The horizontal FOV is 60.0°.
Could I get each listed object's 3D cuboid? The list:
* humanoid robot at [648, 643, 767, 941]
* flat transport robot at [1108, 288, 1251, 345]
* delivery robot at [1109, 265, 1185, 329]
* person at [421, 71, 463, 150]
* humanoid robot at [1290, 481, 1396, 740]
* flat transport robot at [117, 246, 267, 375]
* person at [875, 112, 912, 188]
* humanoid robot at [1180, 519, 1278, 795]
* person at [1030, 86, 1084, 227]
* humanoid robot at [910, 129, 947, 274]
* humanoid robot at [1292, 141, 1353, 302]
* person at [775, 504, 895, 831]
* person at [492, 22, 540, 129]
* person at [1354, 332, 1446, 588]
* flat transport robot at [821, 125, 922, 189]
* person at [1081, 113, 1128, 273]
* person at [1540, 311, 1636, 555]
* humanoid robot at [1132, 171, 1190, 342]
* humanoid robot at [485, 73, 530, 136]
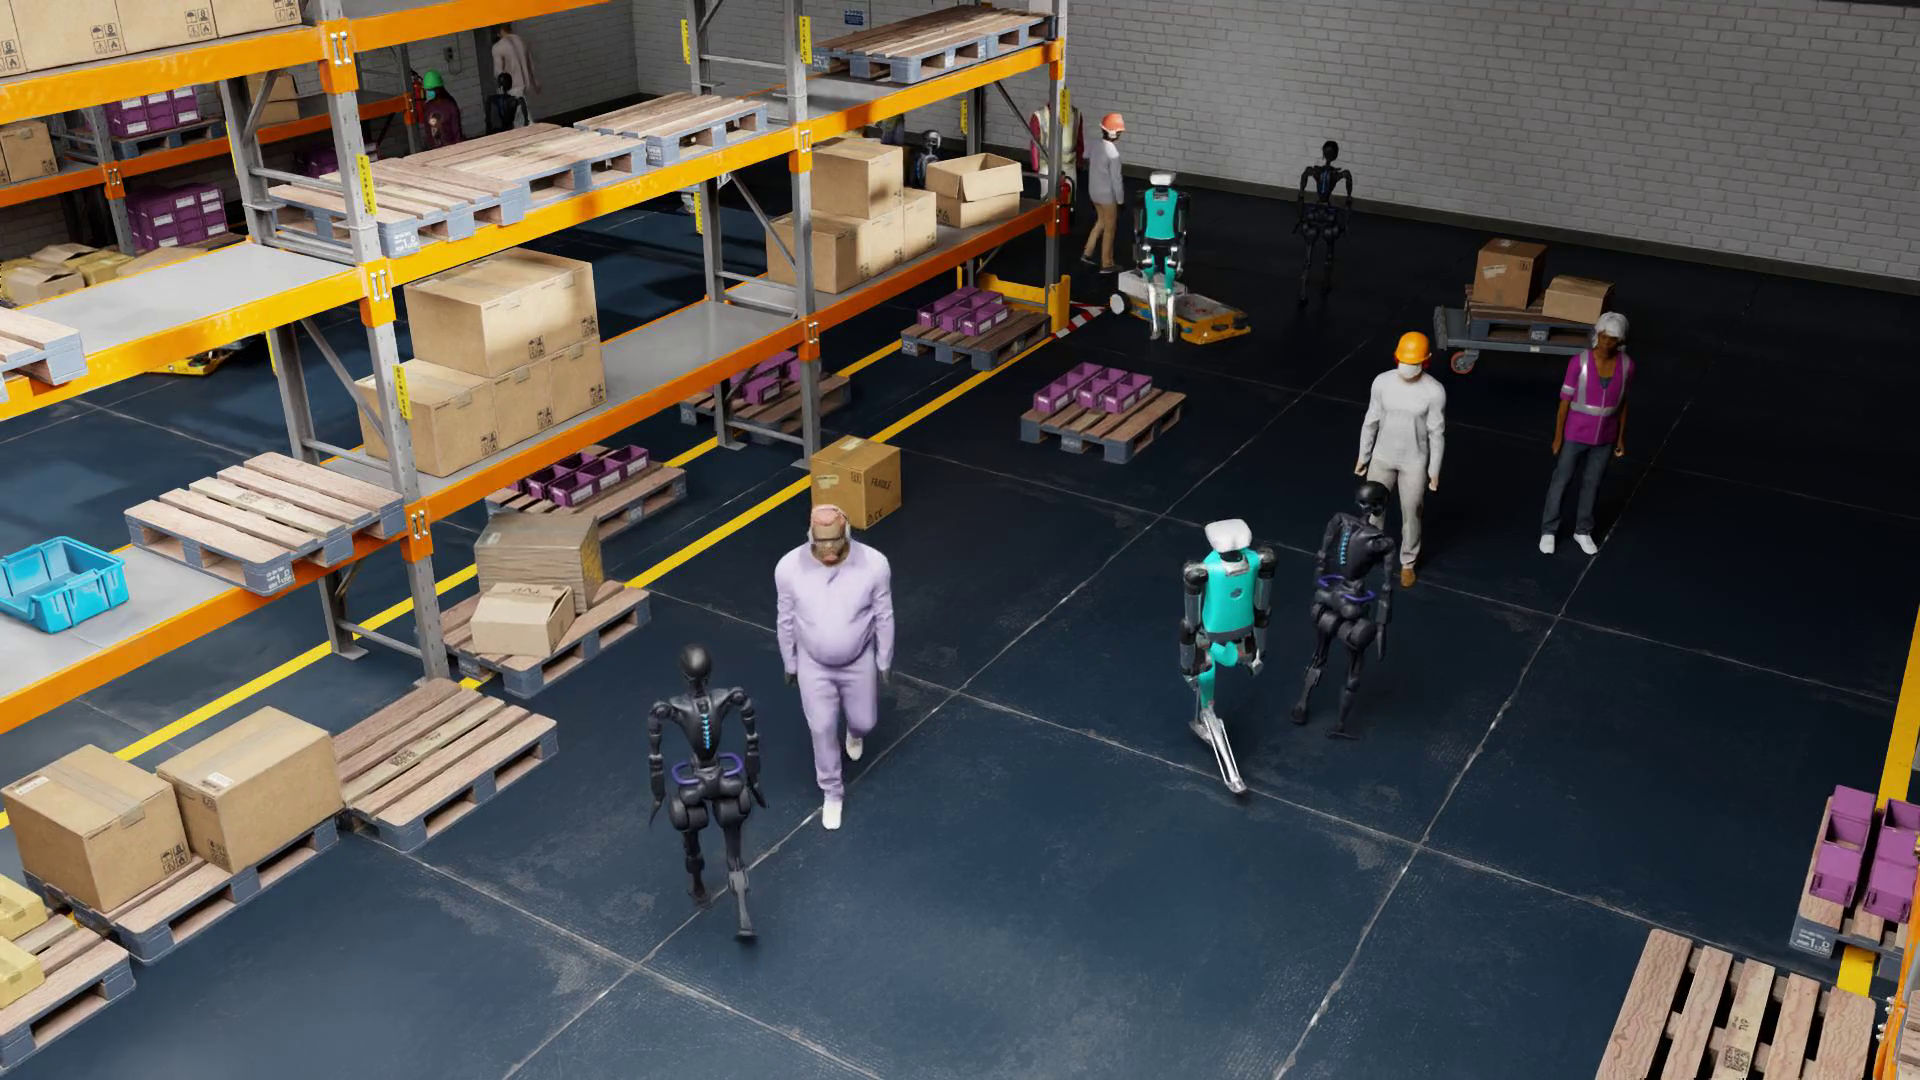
[{"bbox_3d":[-1.244,1.249,8.237,0.589,1.637,0.692,-10,29,-19],"label":"humanoid robot"},{"bbox_3d":[2.192,-2.290,16.710,0.659,0.231,1.431,-17,32,-30],"label":"flat transport robot"},{"bbox_3d":[1.903,-2.485,16.798,0.499,0.613,0.790,-20,33,-34],"label":"delivery robot"},{"bbox_3d":[-5.913,-4.443,19.150,0.506,1.896,1.004,5,27,10],"label":"person"},{"bbox_3d":[2.275,0.420,9.812,0.389,1.641,0.610,-18,32,-31],"label":"humanoid robot"},{"bbox_3d":[-7.172,-1.933,16.006,0.659,0.231,1.431,5,27,9],"label":"flat transport robot"},{"bbox_3d":[-0.880,-5.267,21.093,0.321,1.611,0.774,-17,31,-30],"label":"person"},{"bbox_3d":[1.411,0.583,9.429,0.575,1.723,1.040,-7,28,-14],"label":"humanoid robot"},{"bbox_3d":[1.092,-4.267,18.894,0.632,1.826,0.510,-5,27,-10],"label":"person"},{"bbox_3d":[-0.402,-3.526,17.645,0.746,1.630,0.616,-20,33,-34],"label":"humanoid robot"},{"bbox_3d":[3.735,-3.278,17.166,0.610,1.652,0.744,10,28,18],"label":"humanoid robot"},{"bbox_3d":[-0.680,0.624,9.188,0.648,1.883,0.727,-2,27,-4],"label":"person"},{"bbox_3d":[-6.020,-6.135,22.528,0.941,1.882,0.686,13,30,25],"label":"person"},{"bbox_3d":[3.039,-0.558,11.526,0.582,1.884,0.412,14,30,26],"label":"person"},{"bbox_3d":[-1.108,-4.137,20.350,1.431,0.231,0.659,1,27,2],"label":"flat transport robot"},{"bbox_3d":[1.596,-3.731,17.915,0.380,1.739,0.604,-12,29,-22],"label":"person"},{"bbox_3d":[4.528,-0.758,11.950,0.510,1.845,0.335,1,27,2],"label":"person"},{"bbox_3d":[1.921,-2.700,15.936,0.531,1.803,0.776,5,27,10],"label":"humanoid robot"},{"bbox_3d":[-5.515,-4.858,20.274,0.601,1.630,0.812,4,27,7],"label":"humanoid robot"}]
